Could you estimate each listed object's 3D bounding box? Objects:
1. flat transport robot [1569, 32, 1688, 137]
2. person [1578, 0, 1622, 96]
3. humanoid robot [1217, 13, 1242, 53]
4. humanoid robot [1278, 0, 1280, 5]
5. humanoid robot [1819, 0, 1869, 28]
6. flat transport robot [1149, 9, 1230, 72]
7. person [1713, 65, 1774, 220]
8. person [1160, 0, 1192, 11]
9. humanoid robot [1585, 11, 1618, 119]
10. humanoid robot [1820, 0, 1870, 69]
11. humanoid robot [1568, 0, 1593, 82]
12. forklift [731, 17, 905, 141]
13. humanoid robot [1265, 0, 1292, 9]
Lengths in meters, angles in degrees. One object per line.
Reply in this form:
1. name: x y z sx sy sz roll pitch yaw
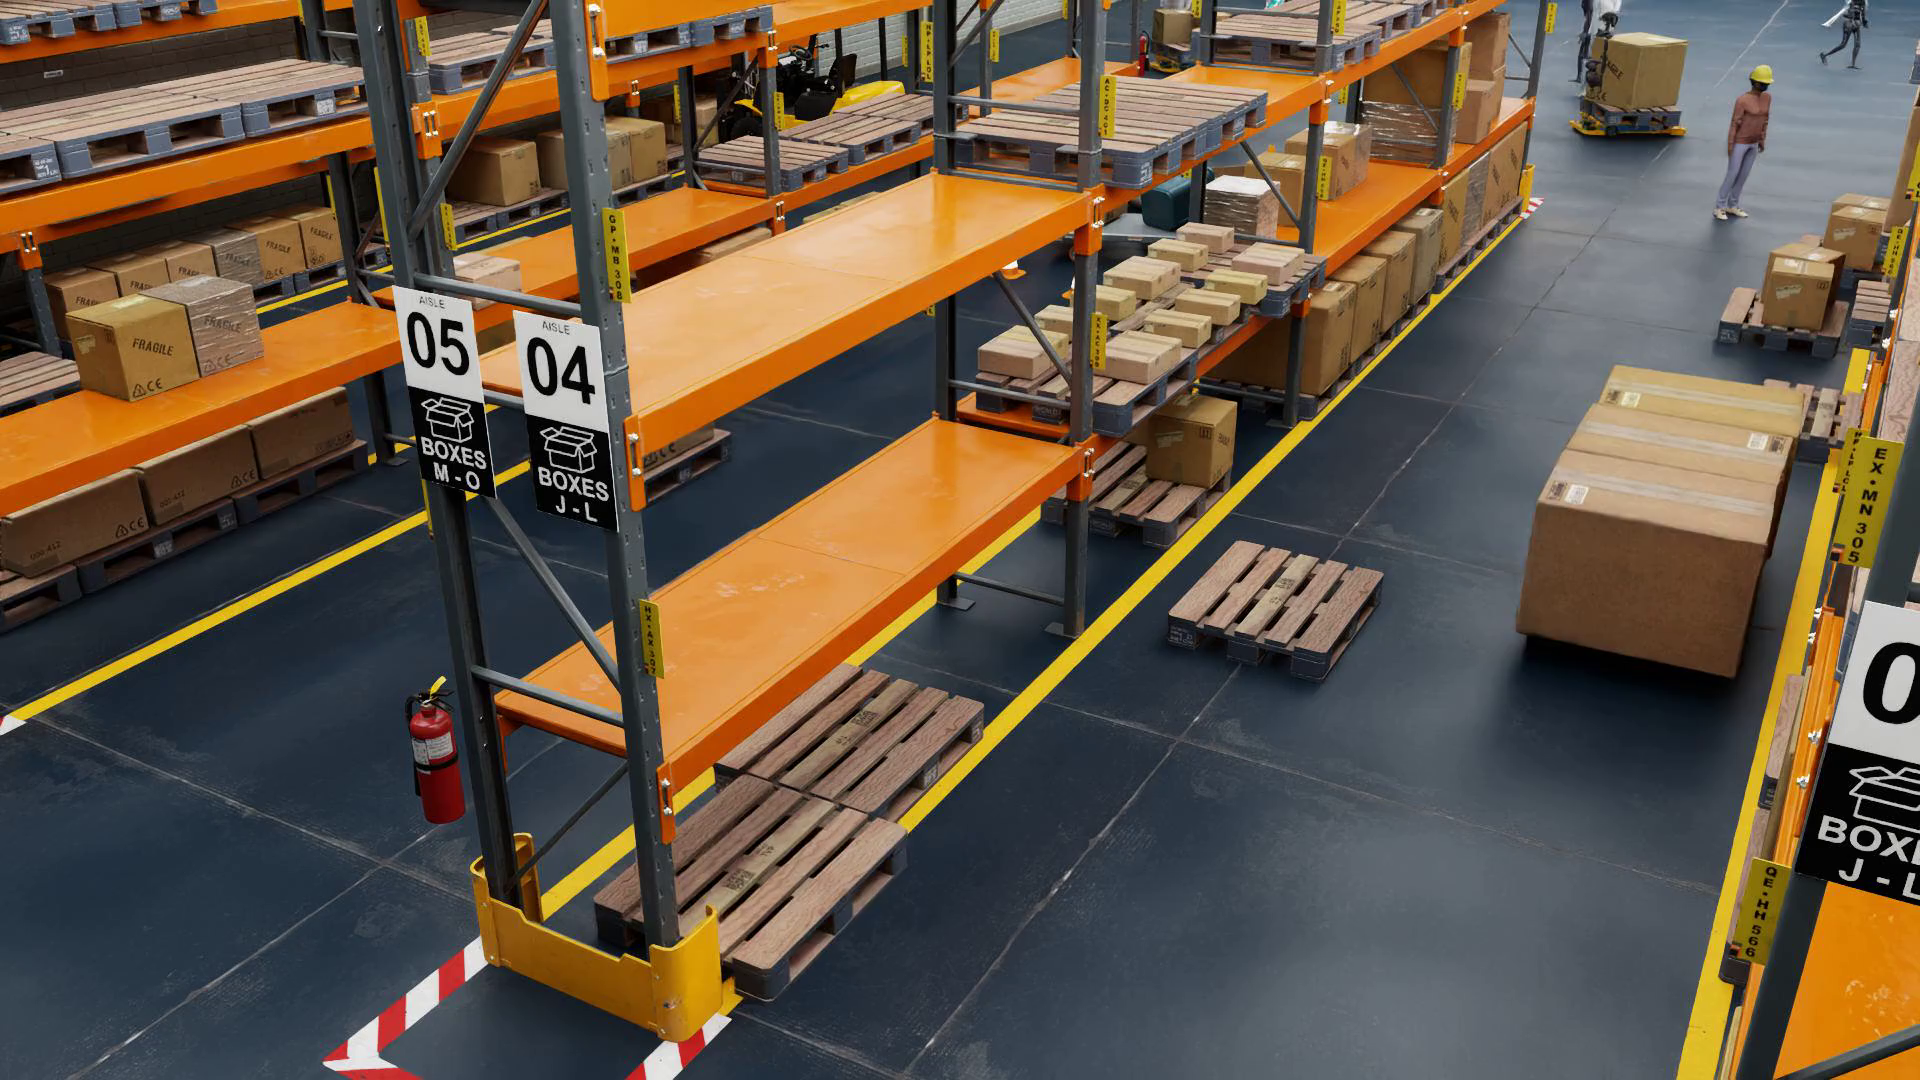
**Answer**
1. flat transport robot: 9.474 -5.895 23.591 1.431 0.231 0.659 0 26 0
2. person: 9.944 -7.703 25.476 0.626 1.889 0.792 -14 29 -26
3. humanoid robot: 3.825 -6.550 23.328 0.594 1.641 0.428 19 32 34
4. humanoid robot: 6.243 -10.727 31.930 0.541 1.743 0.812 -19 31 -34
5. humanoid robot: 17.045 -10.588 31.649 0.951 1.754 0.534 3 26 6
6. flat transport robot: 3.943 -8.099 28.172 1.431 0.231 0.659 -9 27 -18
7. person: 9.048 -4.564 19.114 0.525 1.757 0.339 -12 28 -24
8. person: 3.662 -9.092 28.314 0.634 1.935 0.352 22 33 38
9. humanoid robot: 8.987 -6.621 23.493 0.368 1.640 0.599 3 26 6
10. humanoid robot: 15.041 -8.812 28.059 0.601 1.636 0.692 -21 33 -36
11. humanoid robot: 10.233 -8.212 26.798 0.592 1.638 0.601 12 28 23
12. forklift: -1.819 -5.975 21.543 2.313 2.155 1.214 14 29 26
13. humanoid robot: 5.645 -9.632 29.704 0.557 1.754 0.924 16 30 30
